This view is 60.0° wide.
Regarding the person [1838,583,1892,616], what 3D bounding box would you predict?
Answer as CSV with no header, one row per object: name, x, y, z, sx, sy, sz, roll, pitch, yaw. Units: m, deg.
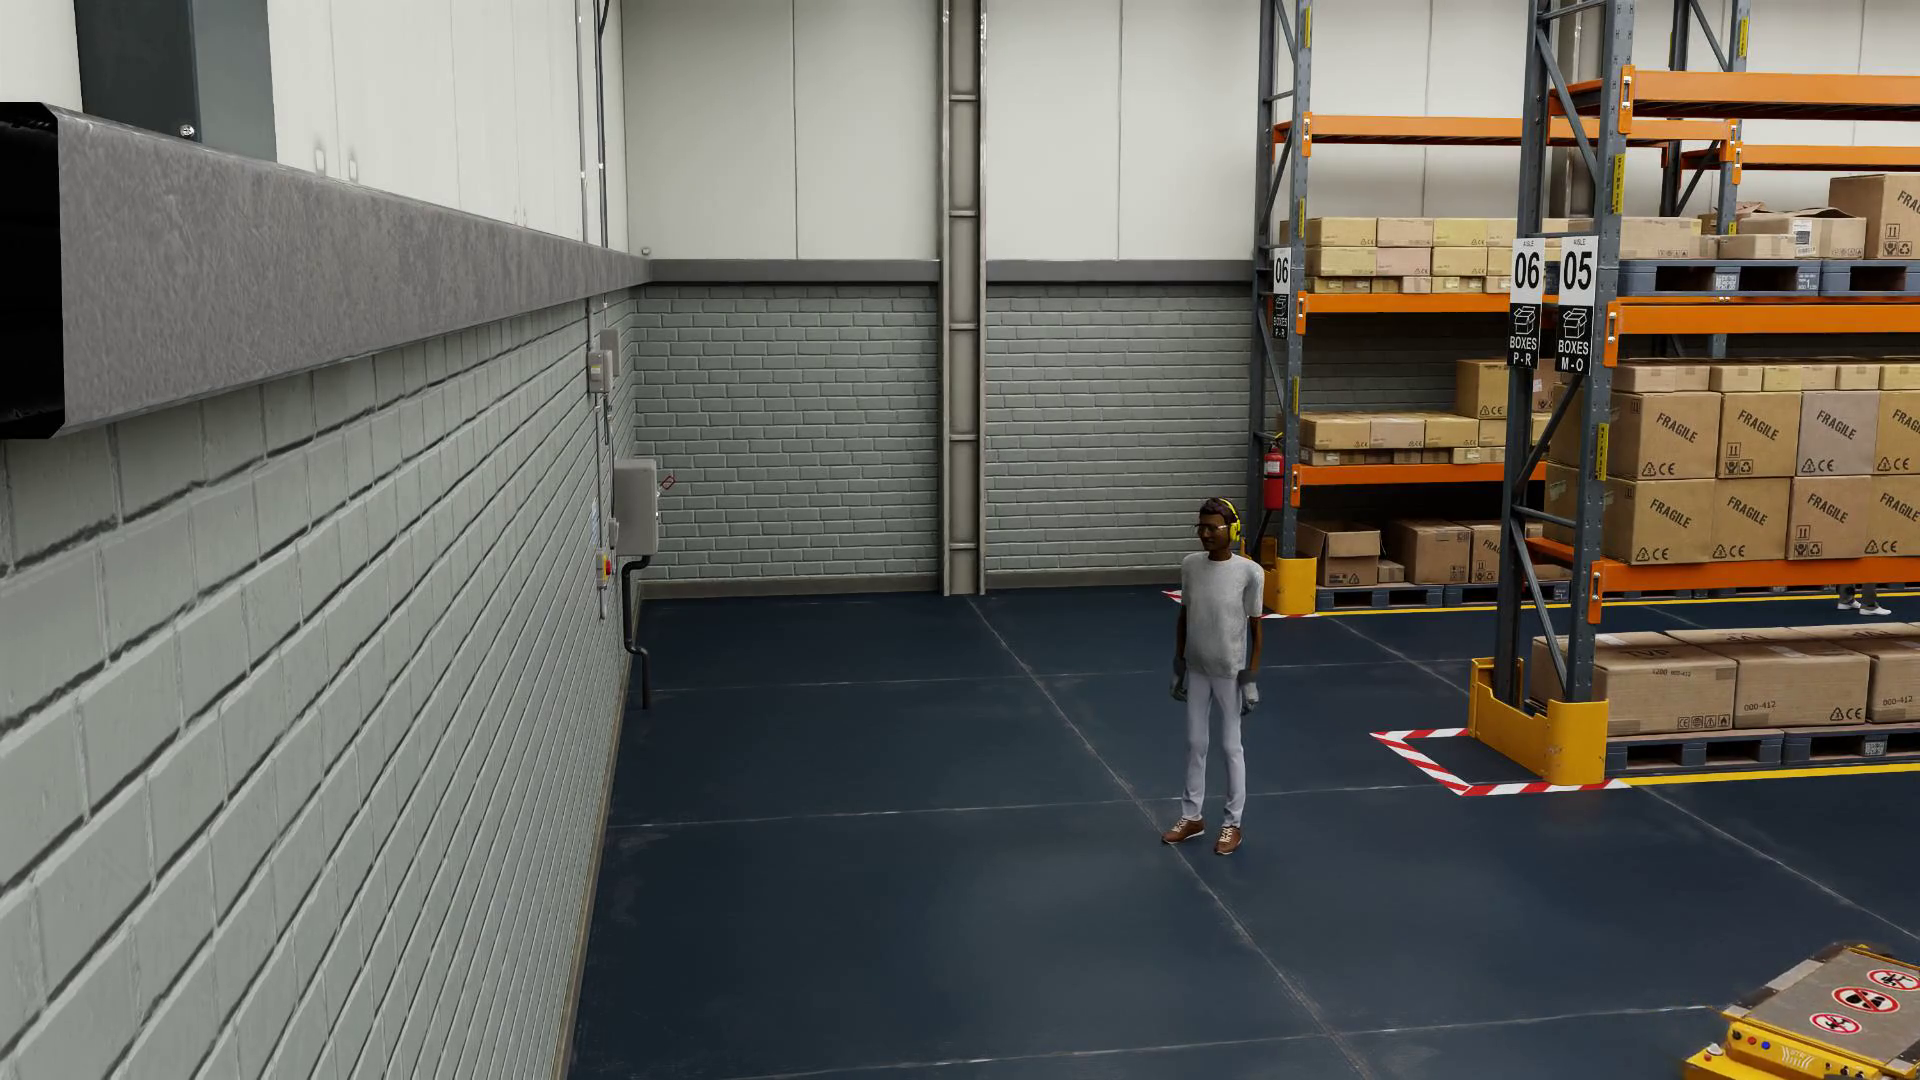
person,8.050,-0.287,14.662,0.392,1.918,0.582,-2,9,-9

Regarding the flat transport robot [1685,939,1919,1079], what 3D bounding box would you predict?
flat transport robot,3.436,1.876,6.368,1.431,0.197,0.652,-8,12,-40

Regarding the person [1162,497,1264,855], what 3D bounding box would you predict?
person,1.330,0.701,8.693,0.521,1.874,0.327,7,11,36
